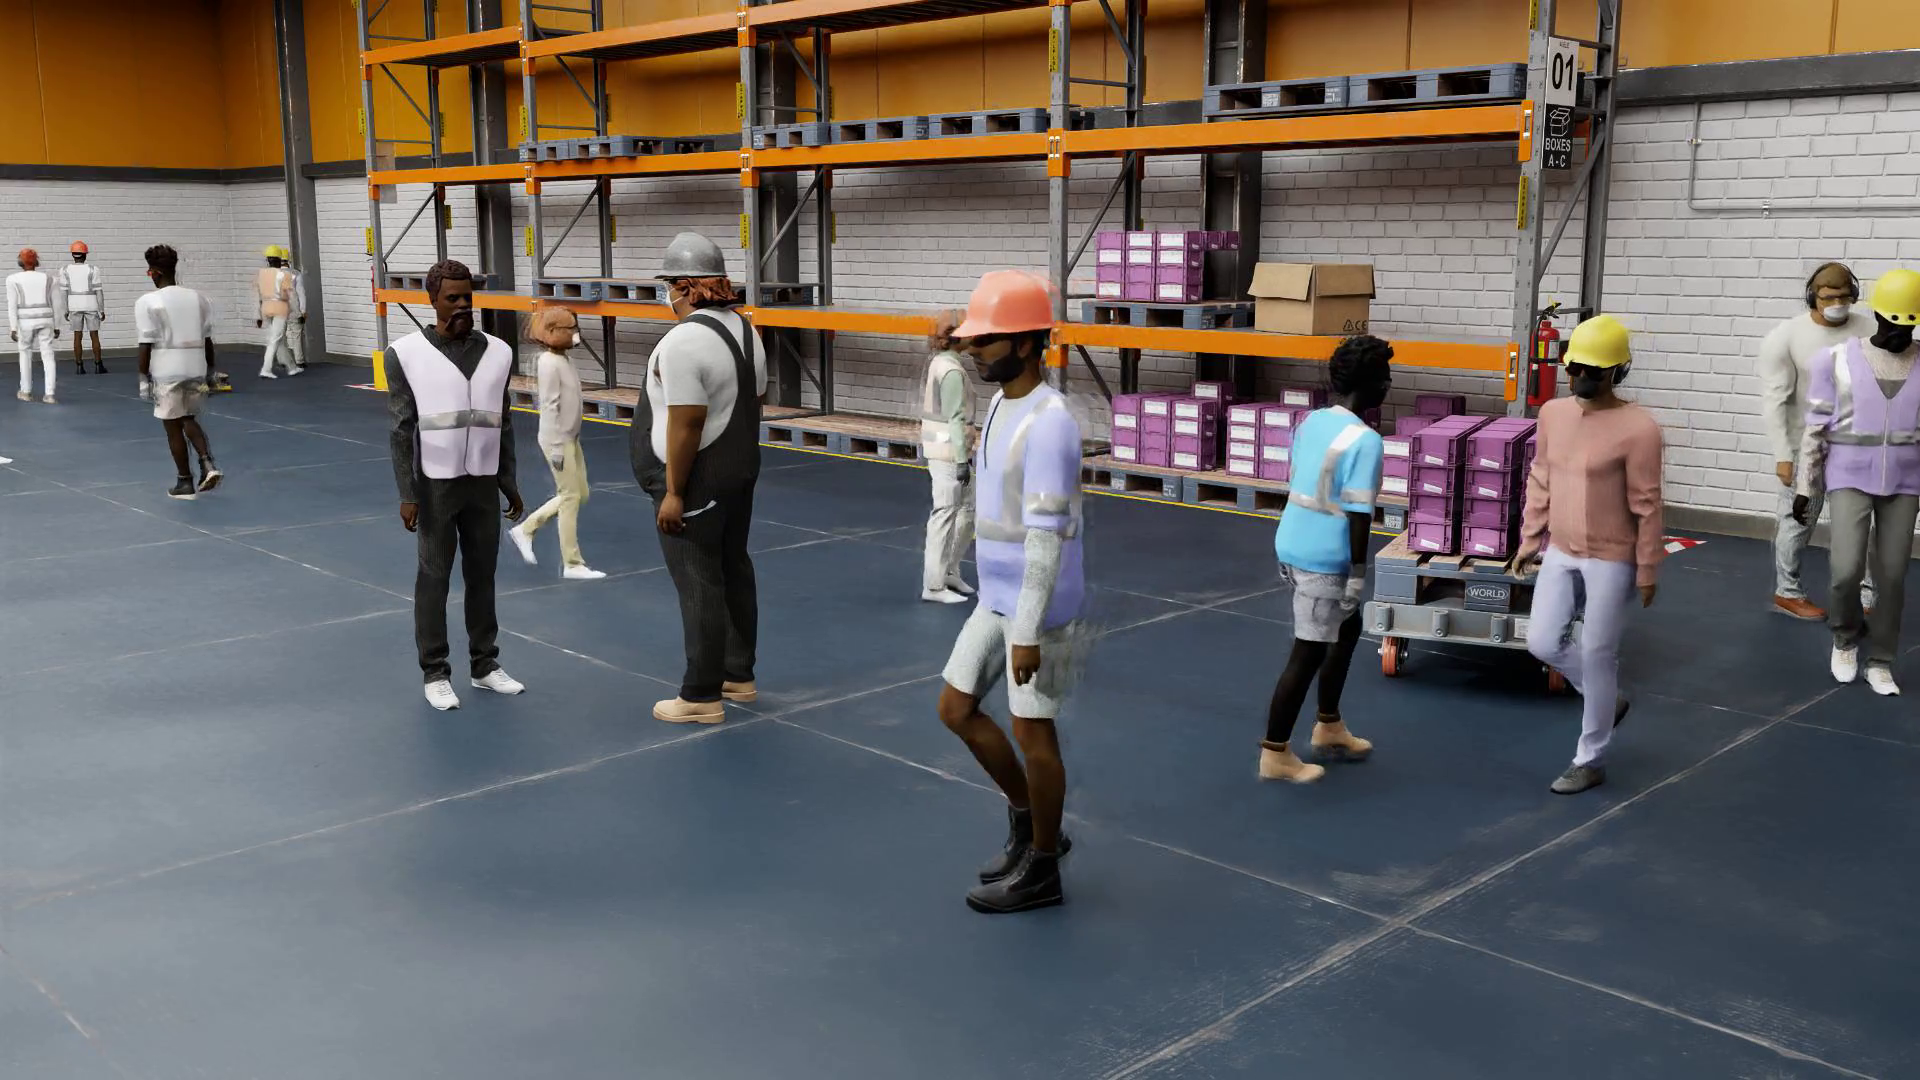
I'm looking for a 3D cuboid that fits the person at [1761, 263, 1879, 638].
[{"bbox_3d":[4.419,-0.452,8.443,0.715,1.881,0.885,0,10,1],"label":"person"}]

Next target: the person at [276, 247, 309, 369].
[{"bbox_3d":[-10.174,-3.493,25.148,0.593,1.837,0.404,0,10,-2],"label":"person"}]

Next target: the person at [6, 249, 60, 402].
[{"bbox_3d":[-11.318,-2.613,20.316,0.601,1.841,0.892,-10,14,-43],"label":"person"}]

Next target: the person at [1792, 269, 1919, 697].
[{"bbox_3d":[4.010,-0.237,7.282,0.639,1.877,0.484,3,11,16],"label":"person"}]

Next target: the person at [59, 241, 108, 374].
[{"bbox_3d":[-12.797,-3.387,24.294,0.552,1.936,0.360,-3,11,-17],"label":"person"}]

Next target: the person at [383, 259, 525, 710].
[{"bbox_3d":[-2.180,-0.246,7.218,0.392,1.920,0.593,9,14,41],"label":"person"}]

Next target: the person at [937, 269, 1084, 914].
[{"bbox_3d":[0.152,0.177,4.899,0.408,1.922,0.579,-3,11,-16],"label":"person"}]

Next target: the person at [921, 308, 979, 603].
[{"bbox_3d":[-0.015,-0.451,9.116,0.456,1.624,0.545,-1,10,-6],"label":"person"}]

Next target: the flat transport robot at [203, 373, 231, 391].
[{"bbox_3d":[-10.042,-2.086,21.748,0.652,0.197,1.431,-7,13,-35],"label":"flat transport robot"}]

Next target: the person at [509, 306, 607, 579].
[{"bbox_3d":[-2.389,-0.562,9.770,0.523,1.619,0.504,0,10,2],"label":"person"}]

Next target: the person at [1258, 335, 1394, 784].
[{"bbox_3d":[1.390,0.079,6.146,0.617,1.660,0.542,-2,11,-10],"label":"person"}]

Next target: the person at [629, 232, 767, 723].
[{"bbox_3d":[-1.117,-0.264,6.984,0.538,2.000,0.689,4,11,19],"label":"person"}]

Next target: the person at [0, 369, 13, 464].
[{"bbox_3d":[-8.613,-1.566,14.567,0.309,1.864,0.535,0,10,2],"label":"person"}]

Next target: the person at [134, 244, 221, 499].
[{"bbox_3d":[-6.012,-1.278,12.745,0.415,1.951,0.633,6,12,29],"label":"person"}]

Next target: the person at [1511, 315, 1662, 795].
[{"bbox_3d":[2.319,0.056,6.035,0.550,1.739,0.543,-5,12,-27],"label":"person"}]

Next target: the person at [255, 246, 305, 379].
[{"bbox_3d":[-9.701,-3.232,23.641,0.592,1.876,1.007,4,11,21],"label":"person"}]
